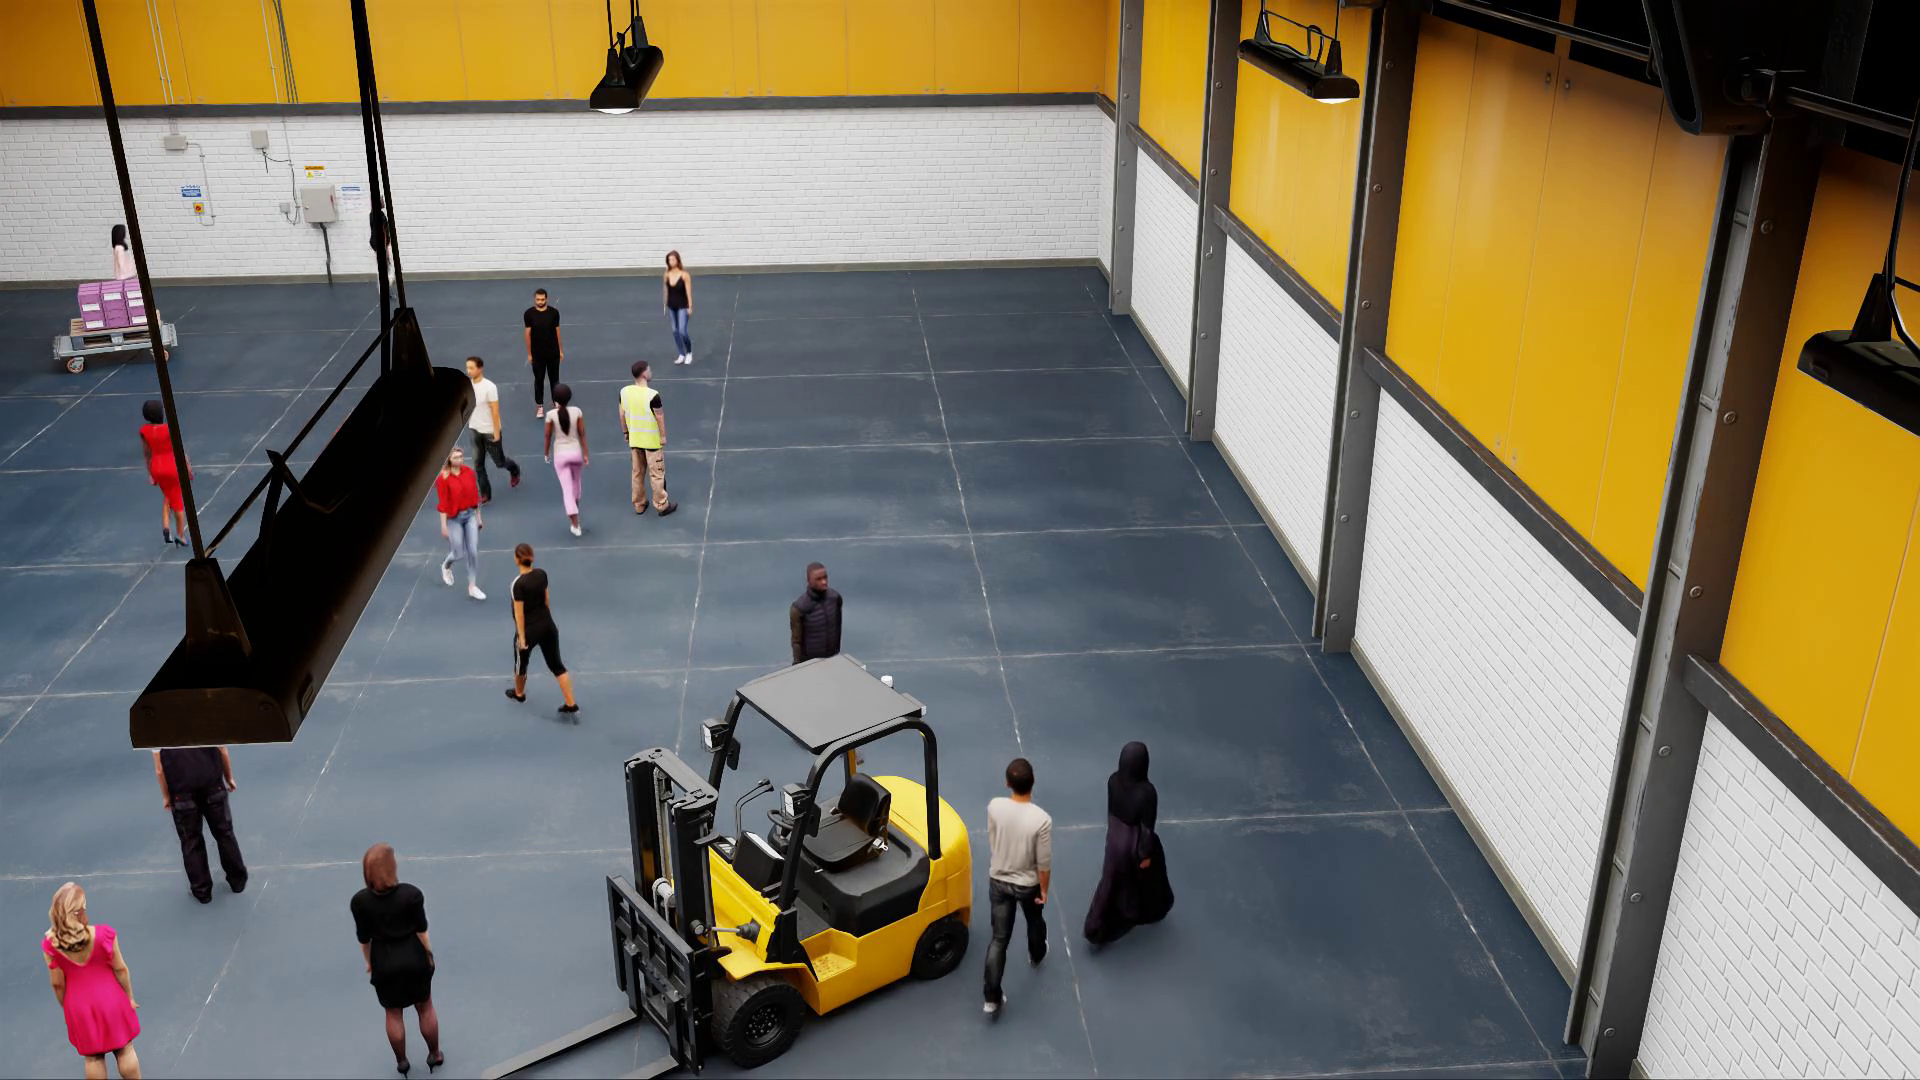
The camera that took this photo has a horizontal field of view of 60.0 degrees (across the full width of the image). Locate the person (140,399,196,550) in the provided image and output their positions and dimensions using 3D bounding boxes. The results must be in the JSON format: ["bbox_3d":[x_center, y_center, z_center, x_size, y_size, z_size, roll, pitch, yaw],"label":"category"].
[{"bbox_3d":[-8.673,-0.680,18.138,0.618,1.735,0.681,1,24,3],"label":"person"}]

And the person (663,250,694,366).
[{"bbox_3d":[-4.104,-3.436,24.474,0.679,1.710,0.713,9,25,20],"label":"person"}]

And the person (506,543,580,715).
[{"bbox_3d":[-3.711,0.835,14.813,1.124,1.621,1.079,17,29,34],"label":"person"}]

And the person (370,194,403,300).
[{"bbox_3d":[-9.651,-4.819,27.537,0.851,1.790,0.740,-14,27,-28],"label":"person"}]

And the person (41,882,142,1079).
[{"bbox_3d":[-5.256,2.831,10.113,0.619,1.728,0.607,-8,25,-17],"label":"person"}]

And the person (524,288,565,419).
[{"bbox_3d":[-5.584,-2.533,22.350,0.693,1.755,0.660,-10,25,-21],"label":"person"}]

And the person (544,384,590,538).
[{"bbox_3d":[-4.367,-0.867,18.614,0.887,1.696,1.205,-11,26,-23],"label":"person"}]

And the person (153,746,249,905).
[{"bbox_3d":[-5.635,1.822,12.273,0.748,1.848,0.733,-13,27,-28],"label":"person"}]

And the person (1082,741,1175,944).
[{"bbox_3d":[1.159,2.157,11.817,1.100,1.600,1.096,-21,31,-39],"label":"person"}]

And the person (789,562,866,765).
[{"bbox_3d":[-1.271,1.019,14.190,1.149,1.785,1.306,-18,29,-35],"label":"person"}]

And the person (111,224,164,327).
[{"bbox_3d":[-13.006,-3.993,25.728,1.045,1.725,1.175,-14,27,-29],"label":"person"}]

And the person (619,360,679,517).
[{"bbox_3d":[-3.611,-1.173,19.128,0.818,1.845,0.842,8,25,17],"label":"person"}]

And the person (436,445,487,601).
[{"bbox_3d":[-5.171,-0.209,17.112,0.945,1.693,0.884,18,30,36],"label":"person"}]

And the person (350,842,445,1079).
[{"bbox_3d":[-3.543,2.671,10.511,0.610,1.703,0.539,-5,24,-11],"label":"person"}]

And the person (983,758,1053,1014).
[{"bbox_3d":[0.333,2.350,11.172,0.921,1.762,1.232,8,25,17],"label":"person"}]

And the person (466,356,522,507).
[{"bbox_3d":[-5.511,-1.314,19.530,0.885,1.780,1.115,7,25,16],"label":"person"}]
